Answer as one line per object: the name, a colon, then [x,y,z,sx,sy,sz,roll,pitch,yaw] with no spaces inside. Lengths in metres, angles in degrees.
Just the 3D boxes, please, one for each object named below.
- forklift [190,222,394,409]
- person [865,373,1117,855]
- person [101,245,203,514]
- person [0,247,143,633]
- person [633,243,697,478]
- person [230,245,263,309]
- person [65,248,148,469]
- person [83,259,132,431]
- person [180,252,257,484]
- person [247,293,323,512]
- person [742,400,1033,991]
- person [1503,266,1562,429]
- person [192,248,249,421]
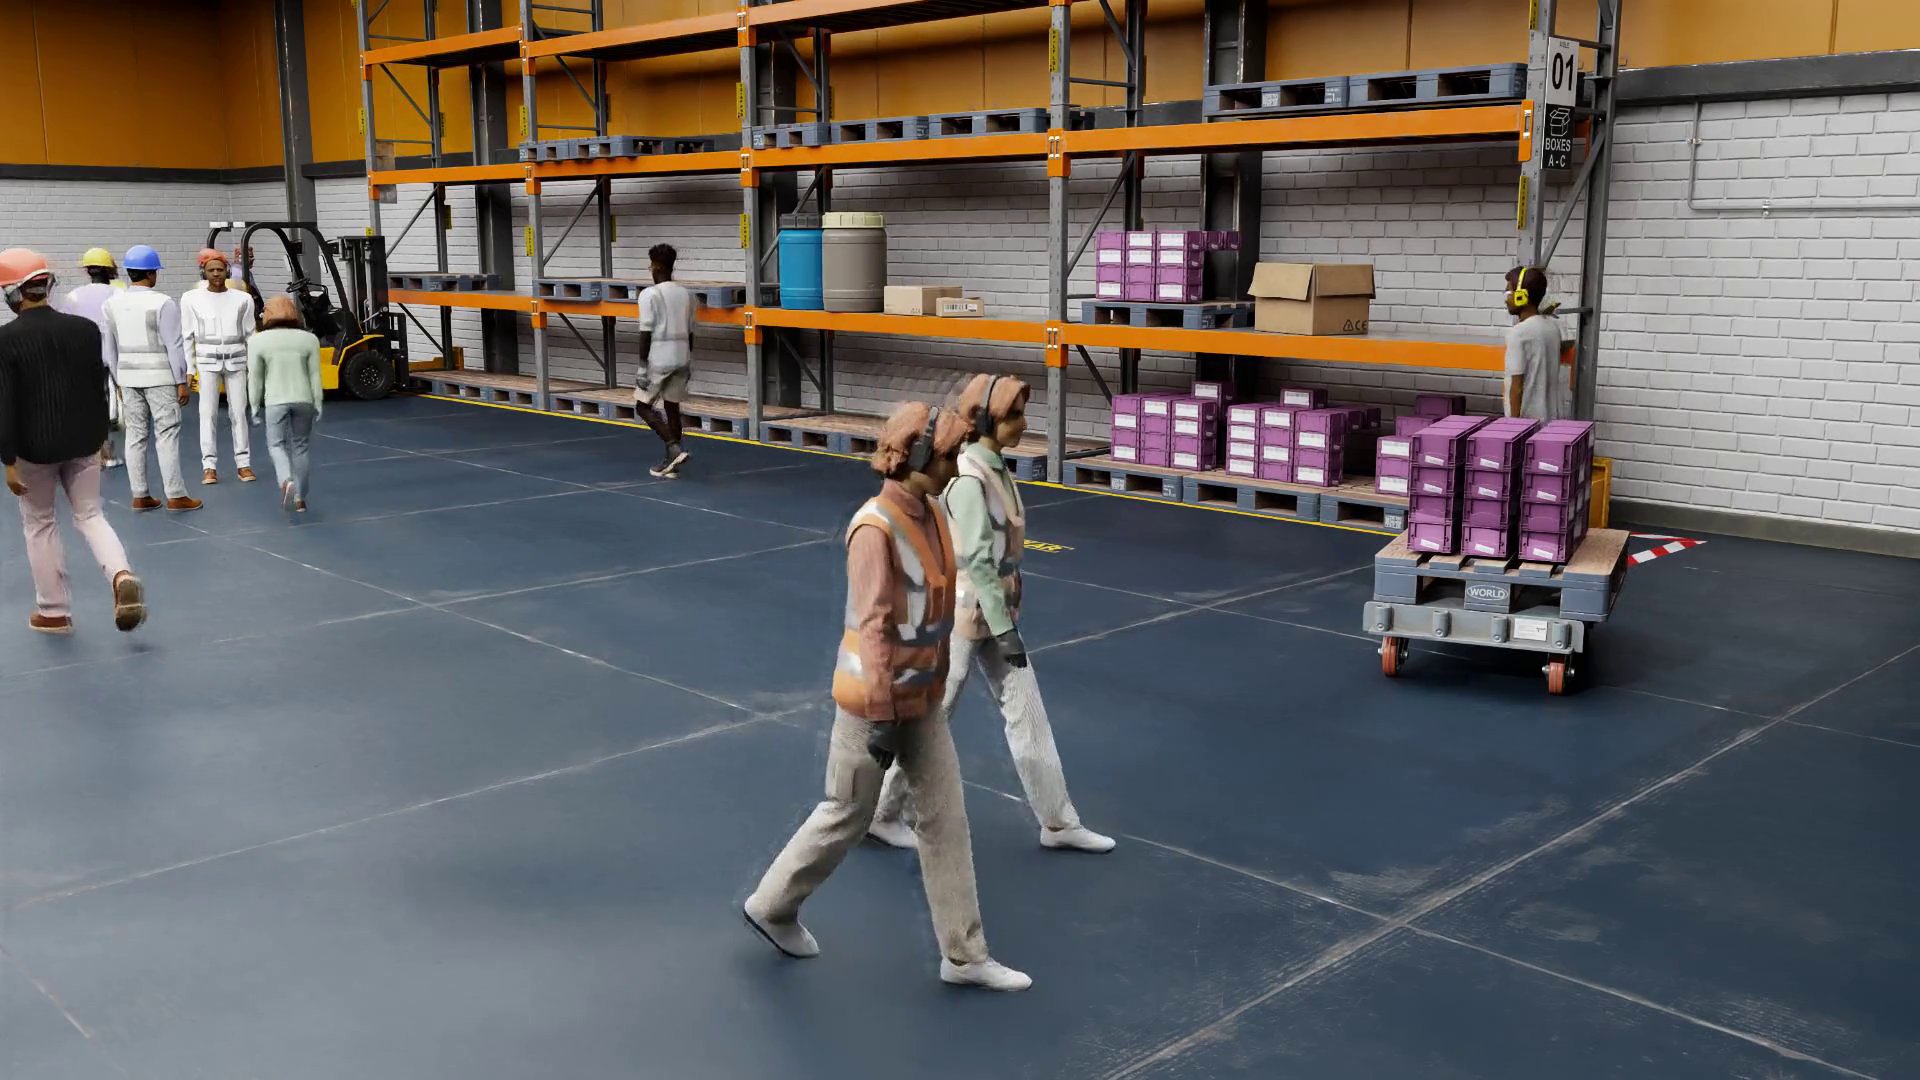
forklift: [-8.169,-2.758,20.163,2.313,2.155,1.214,-10,14,-44]
person: [0.039,0.260,5.370,0.858,1.596,0.509,3,11,17]
person: [-5.897,-1.160,12.117,0.602,1.949,0.390,2,11,11]
person: [-4.475,-0.467,8.298,0.769,1.964,0.628,7,13,34]
person: [-2.439,-1.471,13.798,0.436,1.953,0.643,7,13,34]
person: [-9.021,-2.771,21.046,0.404,1.900,0.644,-5,11,-24]
person: [-7.449,-1.594,14.586,0.628,1.904,0.695,-2,11,-10]
person: [-8.871,-2.053,17.409,0.625,1.805,0.940,-6,12,-31]
person: [-6.048,-1.404,13.633,0.573,1.883,0.355,-6,12,-30]
person: [-4.857,-0.974,12.039,0.506,1.614,0.611,-6,12,-31]
person: [-0.220,0.417,4.492,0.810,1.598,0.539,4,11,21]
person: [3.193,-0.630,9.522,0.511,1.849,0.582,-7,13,-35]
person: [-7.838,-2.174,17.805,0.616,1.886,0.692,-6,12,-29]
